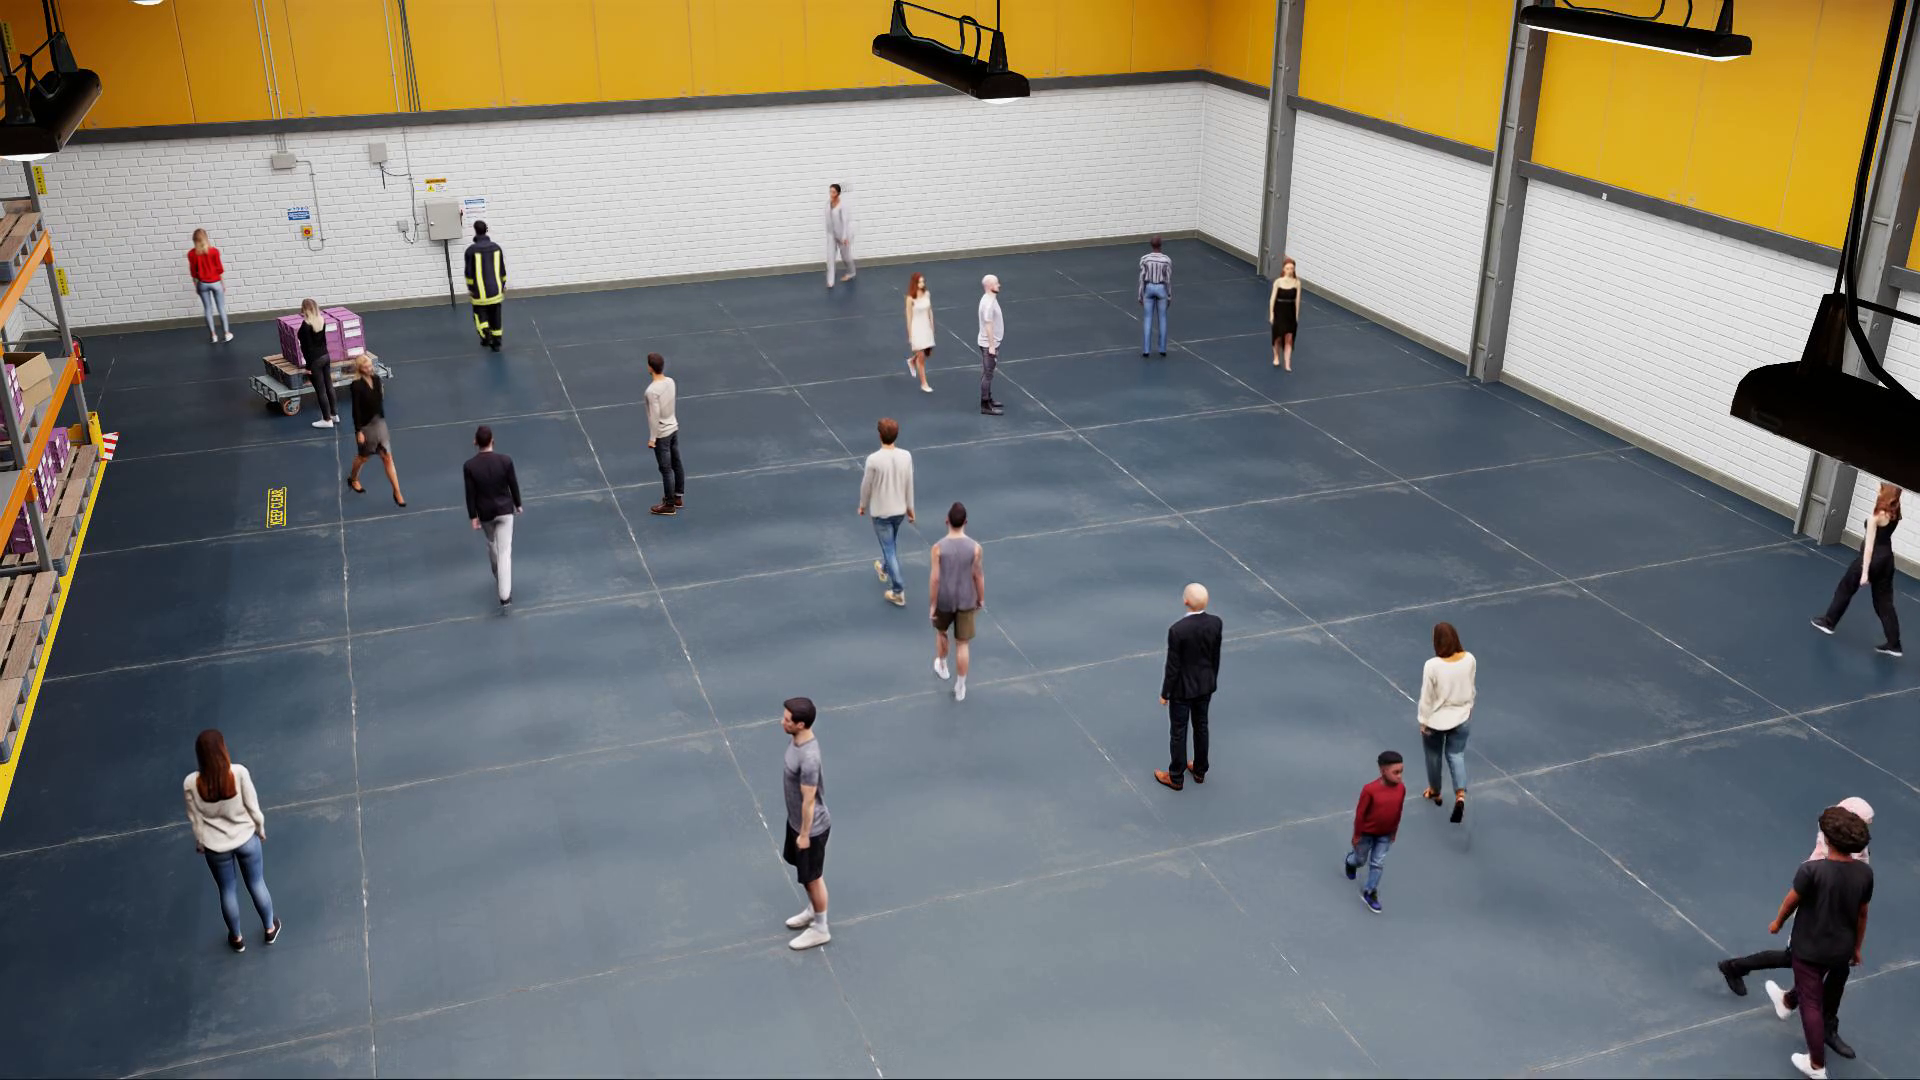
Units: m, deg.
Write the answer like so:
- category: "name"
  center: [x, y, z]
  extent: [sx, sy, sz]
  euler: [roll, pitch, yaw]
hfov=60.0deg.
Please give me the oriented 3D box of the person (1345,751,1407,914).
- category: "person"
  center: [2.969, 2.051, 11.996]
  extent: [0.596, 1.237, 0.755]
  euler: [-3, 24, -8]

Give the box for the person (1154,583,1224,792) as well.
- category: "person"
  center: [1.849, 1.163, 13.326]
  extent: [0.701, 1.800, 0.620]
  euler: [-12, 26, -25]

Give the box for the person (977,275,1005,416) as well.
- category: "person"
  center: [0.386, -2.587, 21.862]
  extent: [0.801, 1.833, 0.666]
  euler: [1, 24, 3]

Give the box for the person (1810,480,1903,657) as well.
- category: "person"
  center: [8.595, 0.279, 15.473]
  extent: [0.677, 1.699, 1.180]
  euler: [-11, 26, -23]

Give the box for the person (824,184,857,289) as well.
- category: "person"
  center: [-2.008, -5.100, 27.781]
  extent: [1.057, 1.696, 1.134]
  euler: [13, 27, 27]

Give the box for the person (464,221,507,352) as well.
- category: "person"
  center: [-6.886, -3.692, 24.286]
  extent: [0.873, 1.917, 0.790]
  euler: [-16, 28, -32]

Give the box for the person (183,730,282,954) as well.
- category: "person"
  center: [-4.998, 2.058, 11.410]
  extent: [0.618, 1.694, 0.549]
  euler: [-10, 25, -21]

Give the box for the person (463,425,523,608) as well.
- category: "person"
  center: [-4.586, -0.202, 16.453]
  extent: [0.823, 1.796, 1.273]
  euler: [-4, 24, -9]

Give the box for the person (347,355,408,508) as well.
- category: "person"
  center: [-6.740, -1.236, 18.830]
  extent: [1.258, 1.787, 1.151]
  euler: [10, 26, 22]

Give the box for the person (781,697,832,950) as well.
- category: "person"
  center: [-1.041, 1.930, 11.492]
  extent: [0.731, 1.864, 0.510]
  euler: [-7, 25, -16]

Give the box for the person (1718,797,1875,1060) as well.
- category: "person"
  center: [5.383, 2.374, 10.598]
  extent: [0.882, 1.766, 1.249]
  euler: [-15, 28, -31]

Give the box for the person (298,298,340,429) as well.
- category: "person"
  center: [-8.226, -2.277, 21.336]
  extent: [0.745, 1.687, 0.635]
  euler: [4, 24, 10]

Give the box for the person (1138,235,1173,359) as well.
- category: "person"
  center: [2.826, -3.514, 24.034]
  extent: [0.699, 1.793, 0.705]
  euler: [4, 24, 9]

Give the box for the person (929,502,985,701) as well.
- category: "person"
  center: [-0.037, 0.580, 14.730]
  extent: [0.777, 1.824, 0.971]
  euler: [-3, 24, -6]

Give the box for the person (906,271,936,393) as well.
- category: "person"
  center: [-0.586, -2.861, 22.671]
  extent: [0.735, 1.686, 0.952]
  euler: [-20, 30, -38]

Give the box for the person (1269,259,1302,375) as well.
- category: "person"
  center: [4.569, -3.181, 23.539]
  extent: [0.892, 1.579, 1.155]
  euler: [2, 24, 6]

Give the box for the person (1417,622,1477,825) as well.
- category: "person"
  center: [3.804, 1.437, 12.881]
  extent: [0.757, 1.654, 0.979]
  euler: [-2, 24, -5]

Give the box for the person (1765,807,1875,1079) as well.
- category: "person"
  center: [5.360, 2.532, 10.276]
  extent: [0.768, 1.735, 1.146]
  euler: [-3, 24, -7]

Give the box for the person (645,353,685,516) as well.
- category: "person"
  center: [-3.312, -1.196, 18.643]
  extent: [0.799, 1.863, 0.724]
  euler: [9, 25, 19]

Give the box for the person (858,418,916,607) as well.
- category: "person"
  center: [-0.665, -0.232, 16.439]
  extent: [0.766, 1.862, 1.106]
  euler: [-13, 27, -27]

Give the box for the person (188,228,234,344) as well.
- category: "person"
  center: [-11.191, -3.794, 24.785]
  extent: [0.615, 1.704, 0.520]
  euler: [-7, 25, -15]
